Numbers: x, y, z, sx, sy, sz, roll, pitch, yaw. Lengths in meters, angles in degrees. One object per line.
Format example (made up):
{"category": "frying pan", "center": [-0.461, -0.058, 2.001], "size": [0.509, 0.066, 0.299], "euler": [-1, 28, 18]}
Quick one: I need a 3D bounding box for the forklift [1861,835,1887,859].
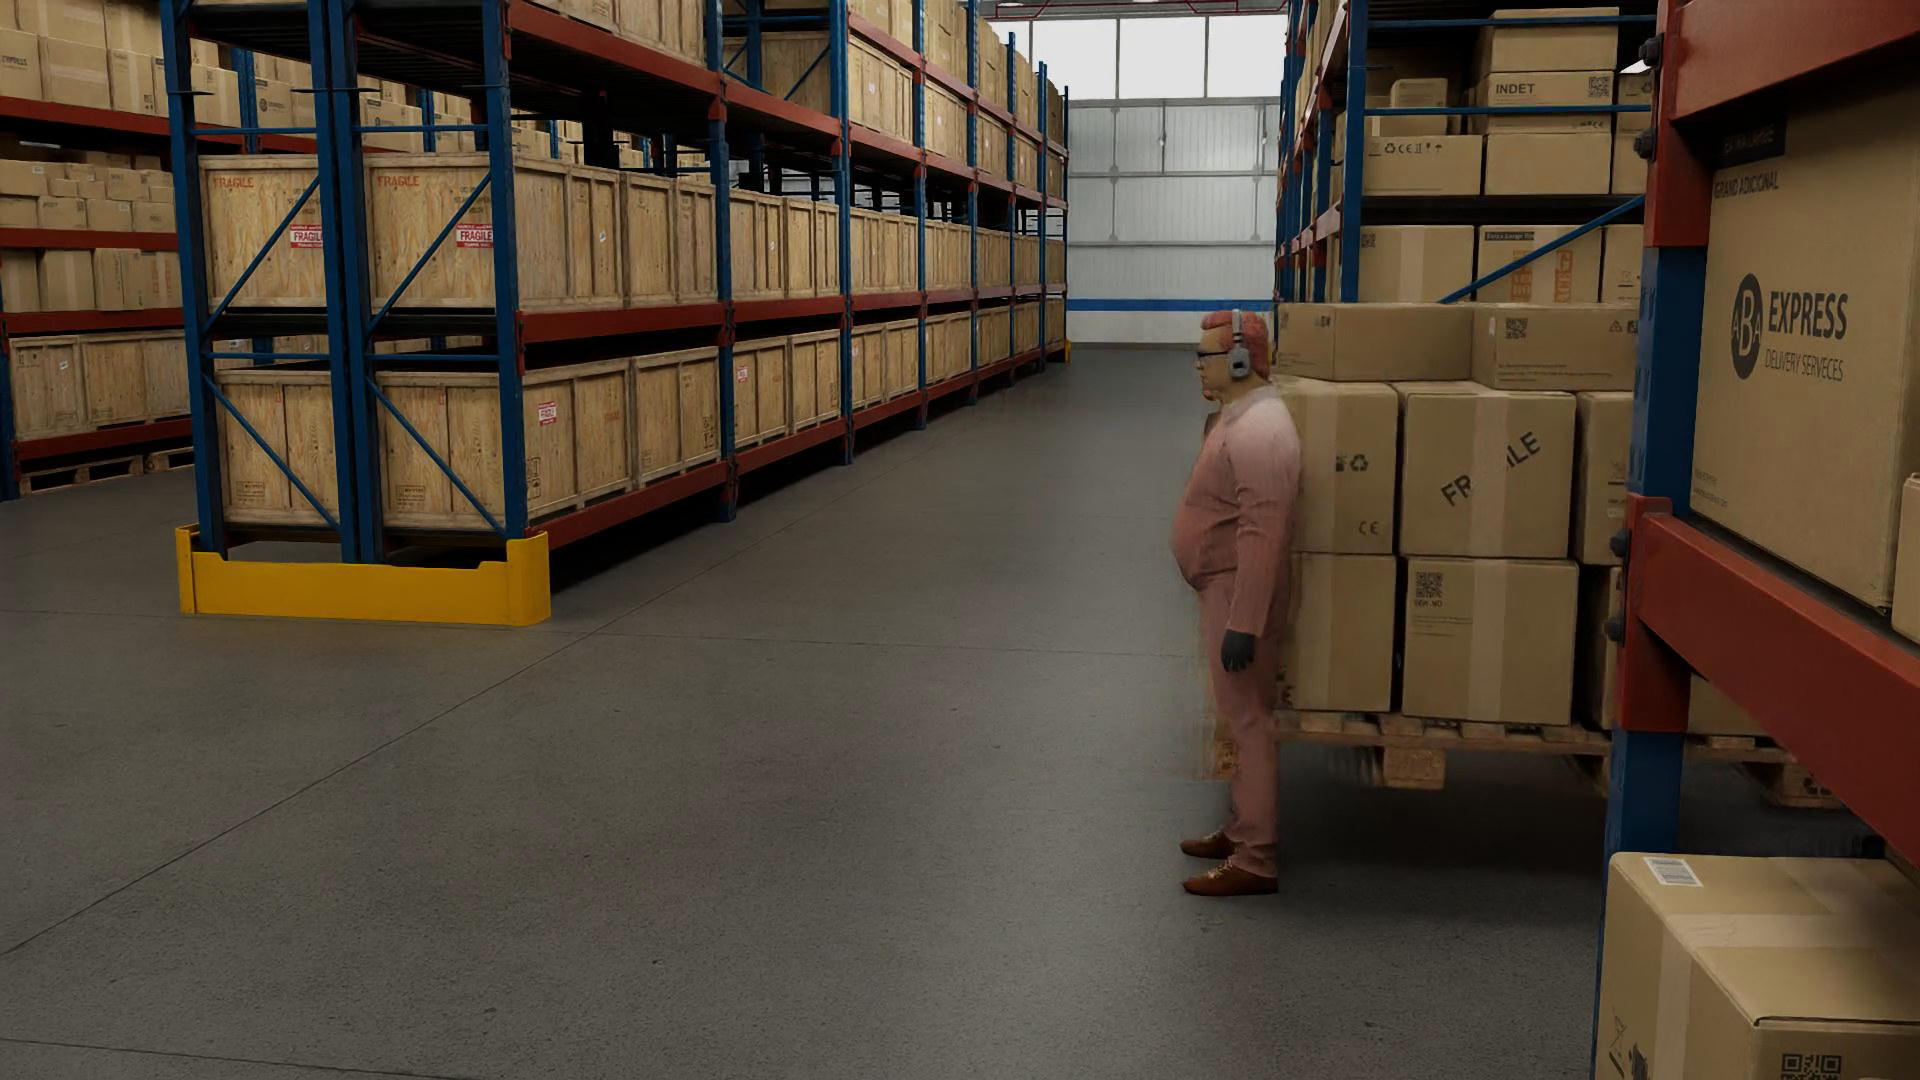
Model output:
{"category": "forklift", "center": [3.983, -0.309, 5.604], "size": [1.873, 2.768, 1.129], "euler": [1, 9, 8]}

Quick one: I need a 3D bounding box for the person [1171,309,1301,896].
{"category": "person", "center": [0.891, 0.204, 5.443], "size": [0.403, 1.904, 0.652], "euler": [1, 9, 7]}
